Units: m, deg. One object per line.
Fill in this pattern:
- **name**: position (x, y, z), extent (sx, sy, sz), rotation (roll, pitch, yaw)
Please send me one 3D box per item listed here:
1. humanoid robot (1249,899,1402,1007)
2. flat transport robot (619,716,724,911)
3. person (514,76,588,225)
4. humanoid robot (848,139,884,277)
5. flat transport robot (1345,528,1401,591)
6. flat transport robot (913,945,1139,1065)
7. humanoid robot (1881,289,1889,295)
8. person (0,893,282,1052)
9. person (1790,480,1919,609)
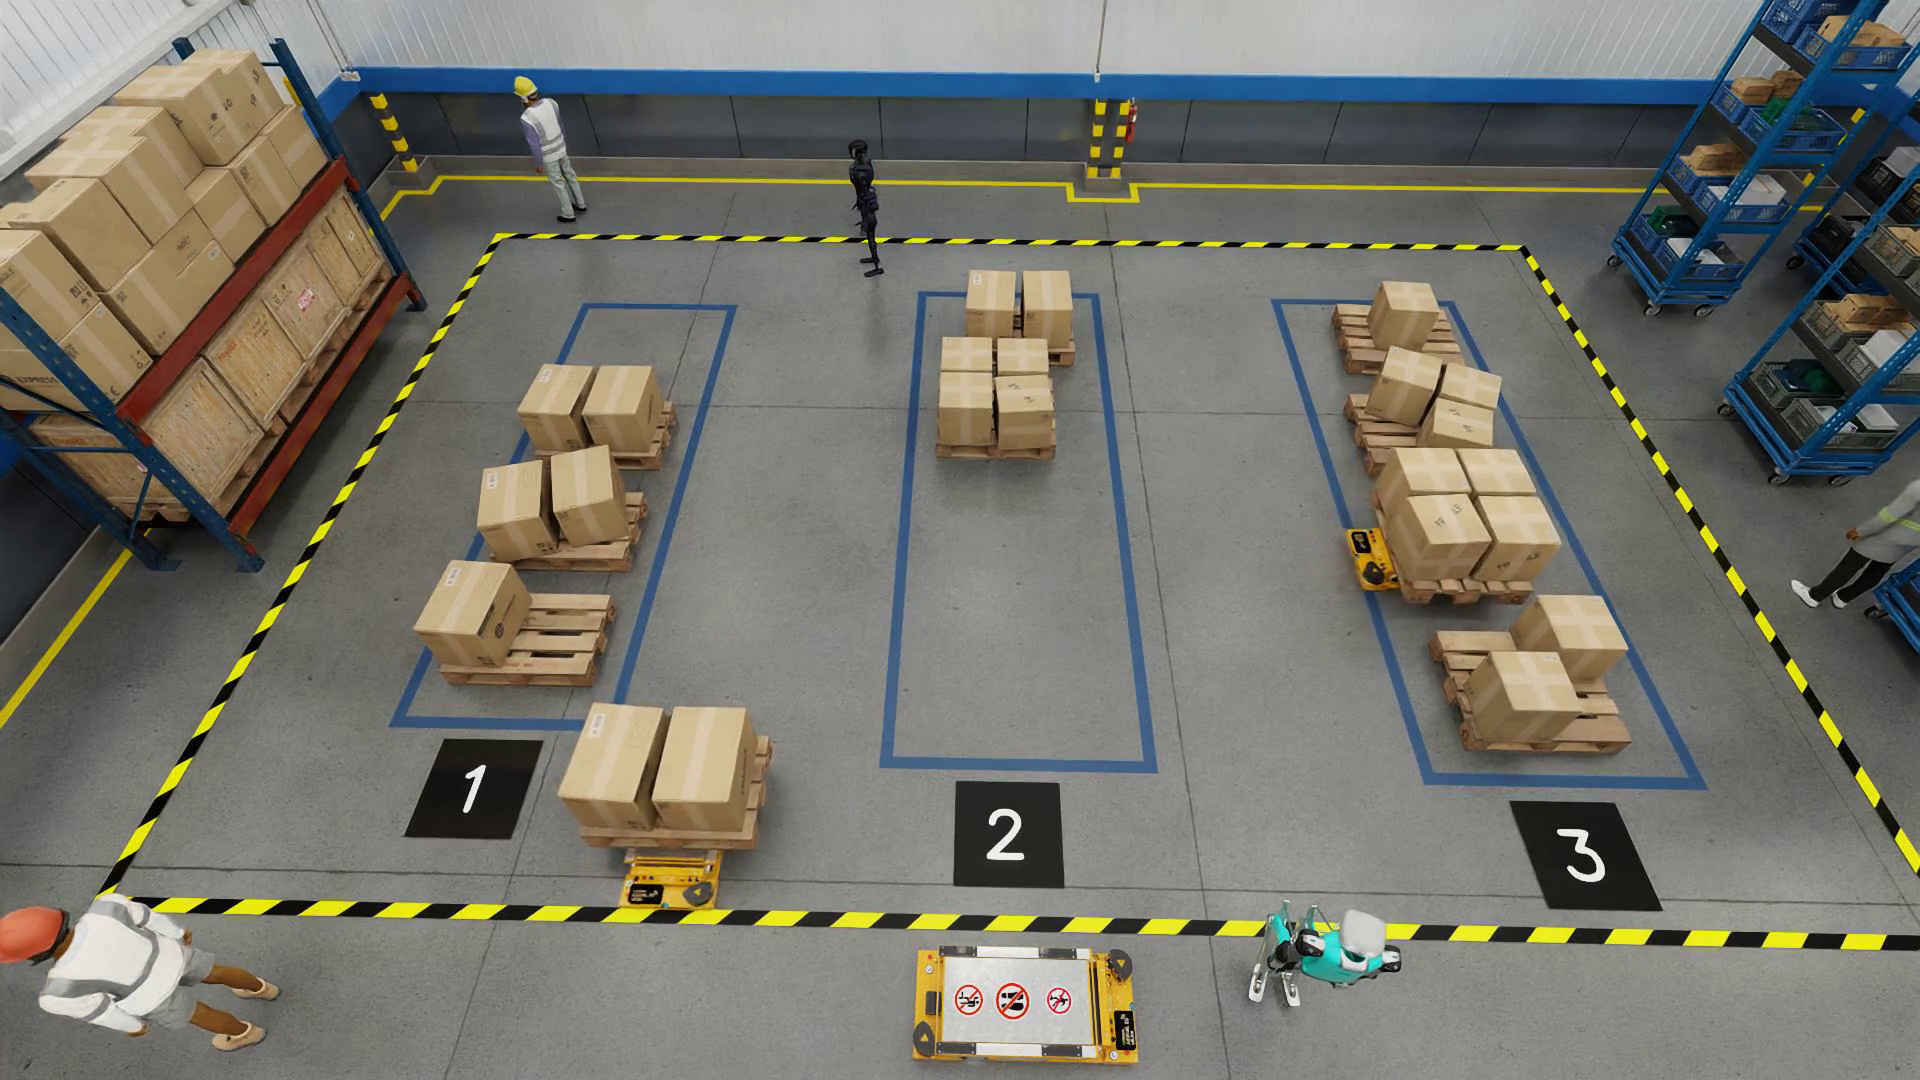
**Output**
- **humanoid robot**: position (2.125, 2.381, 5.514), extent (0.533, 1.672, 0.735), rotation (8, 51, 7)
- **flat transport robot**: position (-2.045, 1.998, 6.839), extent (0.652, 0.197, 1.431), rotation (1, 51, 1)
- **person**: position (-5.112, -4.838, 11.422), extent (0.403, 1.830, 0.586), rotation (17, 53, 14)
- **humanoid robot**: position (-1.111, -3.883, 10.731), extent (0.315, 1.659, 0.599), rotation (-8, 51, -6)
- **flat transport robot**: position (4.332, 0.149, 8.346), extent (1.431, 0.197, 0.652), rotation (1, 51, 1)
- **flat transport robot**: position (0.422, 3.041, 6.007), extent (1.431, 0.231, 0.659), rotation (1, 51, 1)
- **humanoid robot**: position (10.000, -2.547, 9.664), extent (0.614, 1.624, 0.619), rotation (-18, 53, -14)
- **person**: position (-4.684, 2.521, 5.284), extent (0.366, 2.048, 0.606), rotation (-2, 51, -2)
- **person**: position (7.687, -0.080, 7.533), extent (0.587, 1.848, 0.396), rotation (6, 51, 5)
